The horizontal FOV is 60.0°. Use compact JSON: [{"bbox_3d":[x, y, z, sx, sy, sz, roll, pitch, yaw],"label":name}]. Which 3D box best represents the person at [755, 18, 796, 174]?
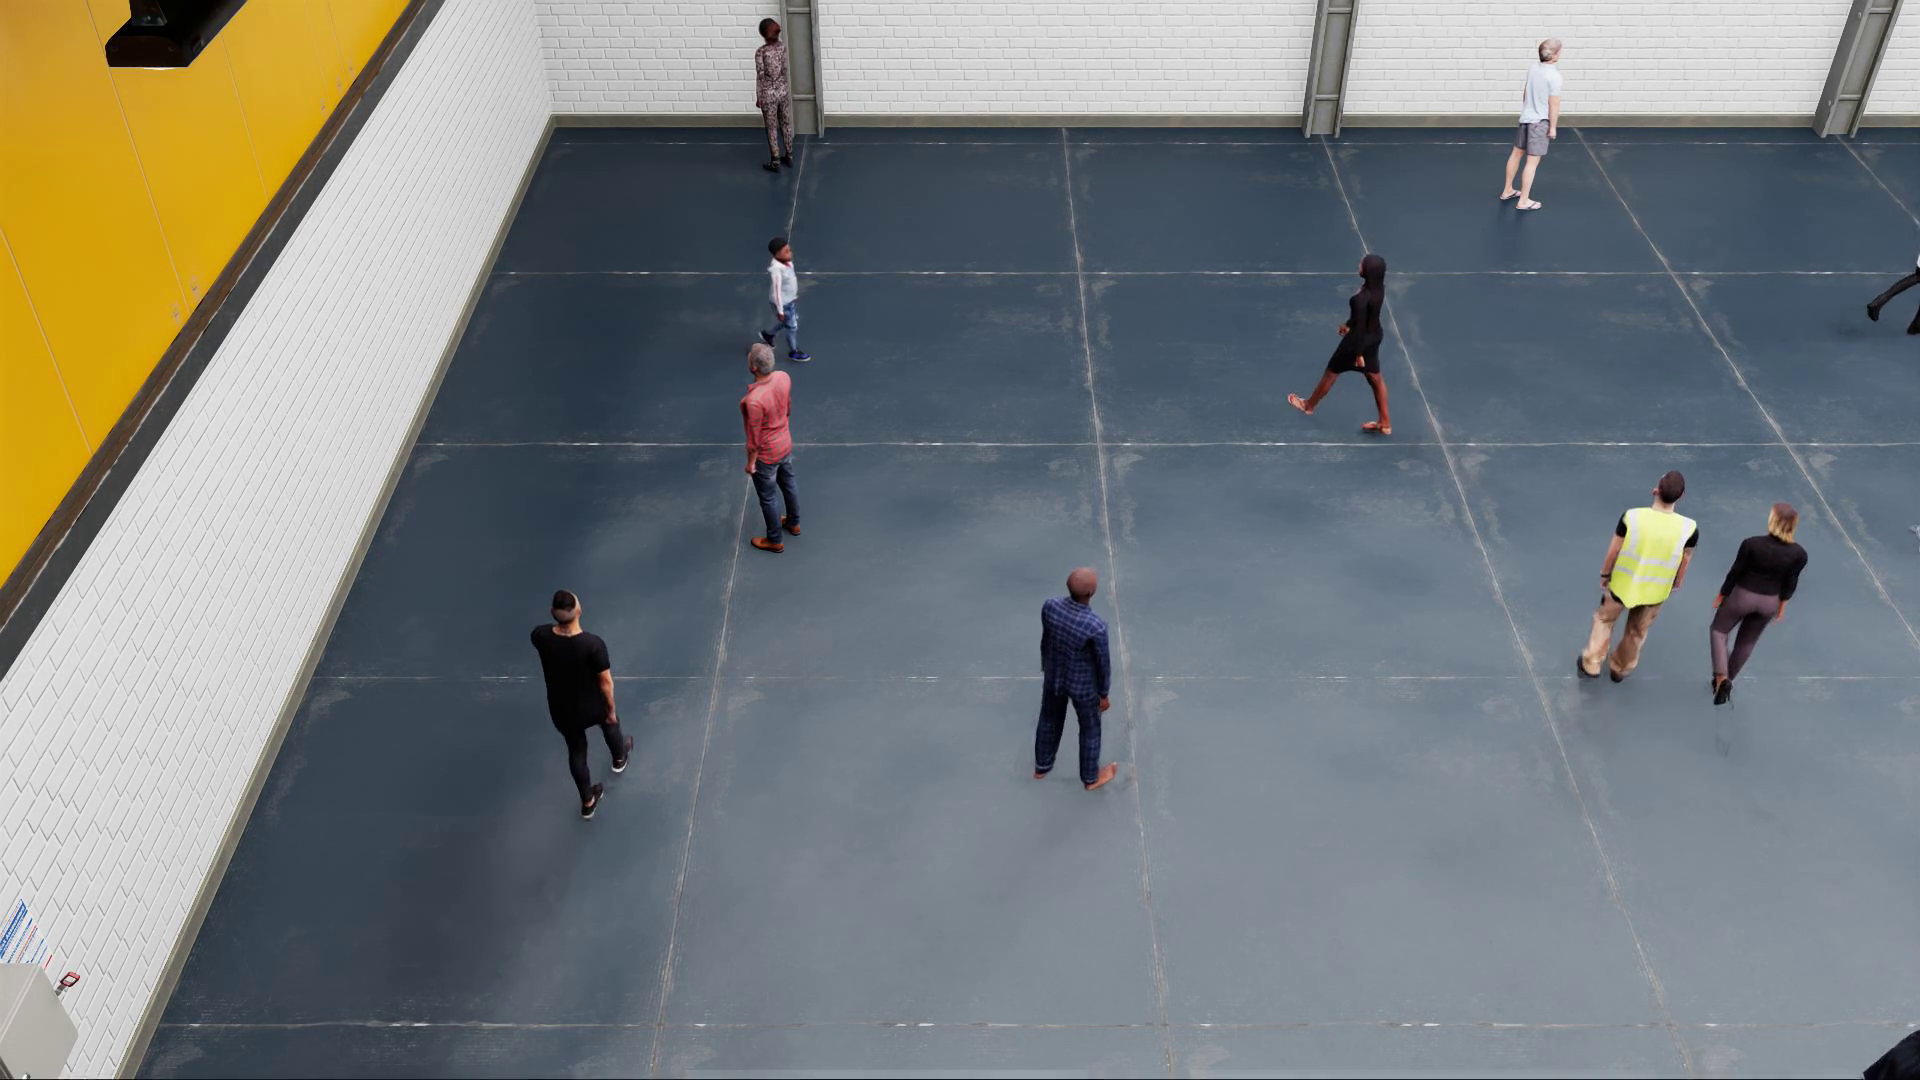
[{"bbox_3d":[-2.032,-4.866,18.183,0.661,1.717,0.728,-29,47,-32],"label":"person"}]

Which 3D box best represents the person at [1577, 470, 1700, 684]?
[{"bbox_3d":[4.738,0.330,11.583,0.806,1.835,0.889,13,41,16],"label":"person"}]

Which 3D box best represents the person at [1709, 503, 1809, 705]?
[{"bbox_3d":[5.473,0.512,11.500,0.803,1.655,0.798,9,40,11],"label":"person"}]

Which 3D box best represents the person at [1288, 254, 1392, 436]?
[{"bbox_3d":[3.497,-1.626,14.166,1.243,1.668,1.060,24,44,27],"label":"person"}]

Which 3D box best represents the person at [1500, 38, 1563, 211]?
[{"bbox_3d":[6.040,-4.391,17.497,0.705,1.832,0.727,-15,41,-18],"label":"person"}]

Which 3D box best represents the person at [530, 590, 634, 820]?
[{"bbox_3d":[-2.473,1.066,10.656,0.927,1.841,0.824,5,39,6],"label":"person"}]

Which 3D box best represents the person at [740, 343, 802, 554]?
[{"bbox_3d":[-1.470,-0.726,12.908,0.749,1.831,0.764,20,43,24],"label":"person"}]

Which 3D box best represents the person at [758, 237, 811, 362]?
[{"bbox_3d":[-1.656,-2.218,15.245,0.772,1.247,0.575,8,39,10],"label":"person"}]

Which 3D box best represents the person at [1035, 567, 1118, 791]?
[{"bbox_3d":[0.755,0.909,10.872,0.780,1.816,0.877,22,44,25],"label":"person"}]
